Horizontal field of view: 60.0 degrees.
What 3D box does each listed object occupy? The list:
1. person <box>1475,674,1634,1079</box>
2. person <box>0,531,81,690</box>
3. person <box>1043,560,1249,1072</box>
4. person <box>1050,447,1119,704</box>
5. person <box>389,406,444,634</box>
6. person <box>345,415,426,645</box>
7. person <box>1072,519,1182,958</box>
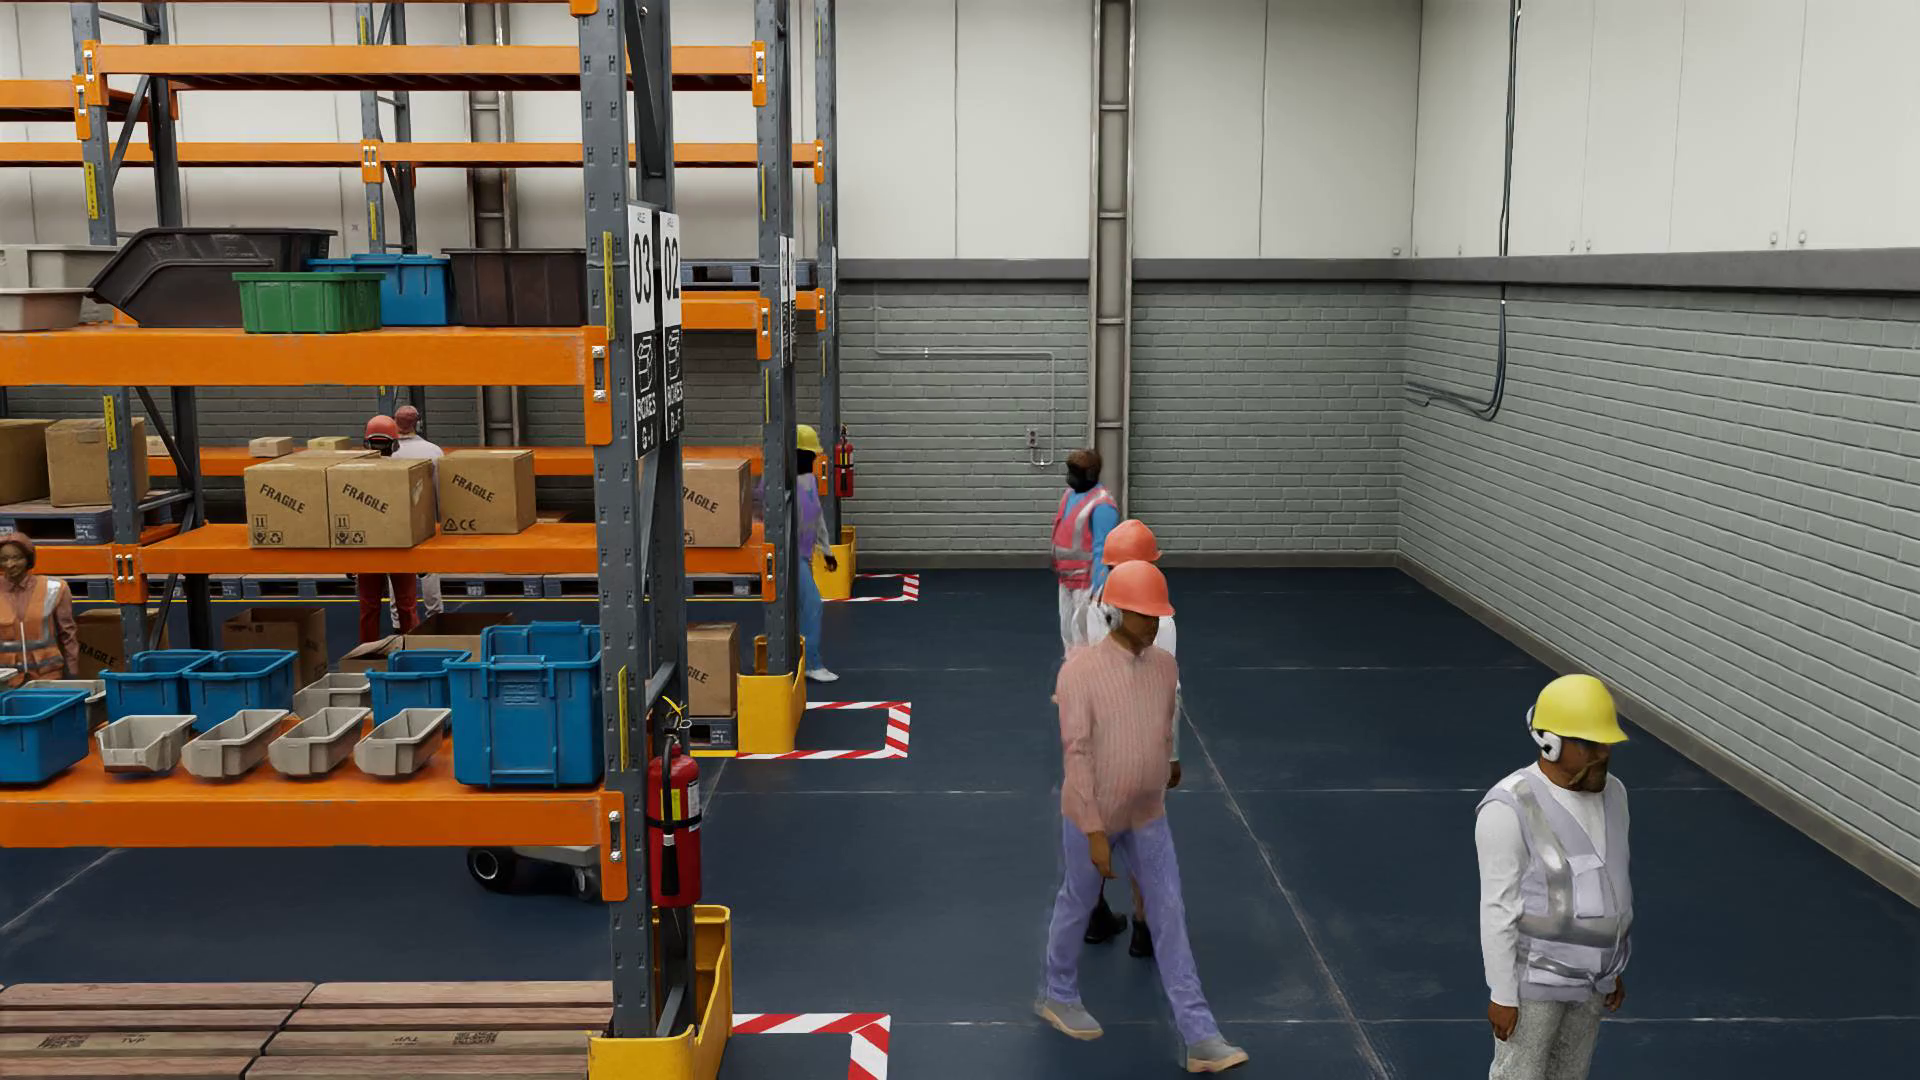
[{"bbox_3d":[1.823,1.303,5.069,0.589,1.834,0.404,-6,11,-33],"label":"person"},{"bbox_3d":[-5.065,0.756,9.026,0.525,1.636,0.312,-5,11,-28],"label":"person"},{"bbox_3d":[0.650,1.046,6.306,0.625,1.941,0.994,-6,11,-32],"label":"person"},{"bbox_3d":[0.835,0.276,11.349,0.430,1.842,0.630,-3,10,-20],"label":"person"},{"bbox_3d":[-4.552,-0.165,13.848,0.655,1.904,0.407,0,9,-1],"label":"person"},{"bbox_3d":[-4.157,0.091,12.053,0.622,1.987,0.421,-3,10,-19],"label":"person"},{"bbox_3d":[0.751,0.873,7.372,0.545,1.943,0.347,8,12,40],"label":"person"}]
